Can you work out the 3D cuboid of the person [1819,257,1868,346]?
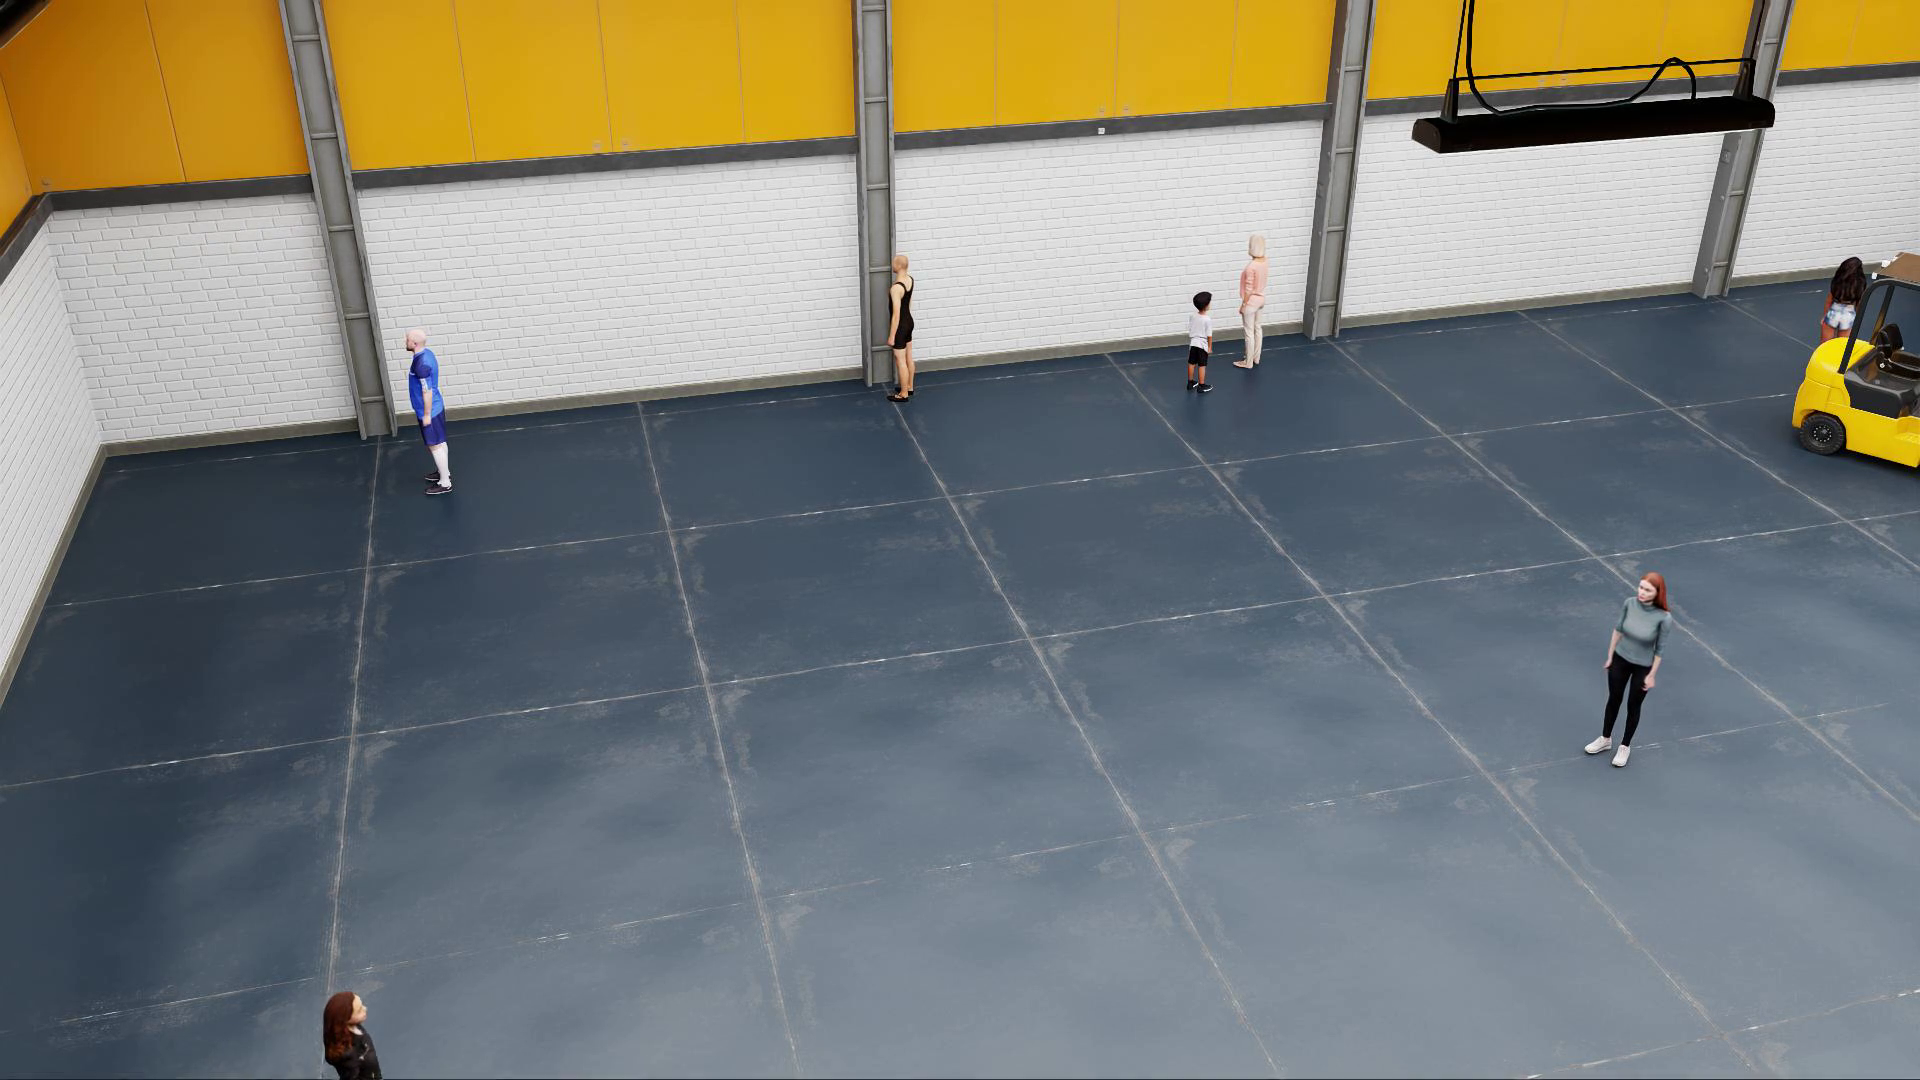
[{"bbox_3d":[10.750,-2.675,20.347,0.656,1.624,0.734,10,30,18],"label":"person"}]

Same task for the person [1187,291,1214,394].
[{"bbox_3d":[2.919,-2.419,20.258,0.568,1.259,0.601,25,37,38],"label":"person"}]

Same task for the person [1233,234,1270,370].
[{"bbox_3d":[3.677,-2.997,20.832,0.742,1.724,0.649,21,35,33],"label":"person"}]

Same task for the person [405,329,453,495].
[{"bbox_3d":[-5.683,-1.399,17.781,0.541,1.842,0.657,-7,29,-13],"label":"person"}]

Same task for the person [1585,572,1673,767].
[{"bbox_3d":[5.438,1.026,13.438,0.672,1.743,0.657,-22,36,-35],"label":"person"}]

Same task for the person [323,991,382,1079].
[{"bbox_3d":[-3.563,3.222,9.693,0.592,1.473,0.604,-13,31,-23],"label":"person"}]

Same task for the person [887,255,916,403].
[{"bbox_3d":[-0.688,-2.539,19.897,0.717,1.816,0.710,10,30,17],"label":"person"}]
